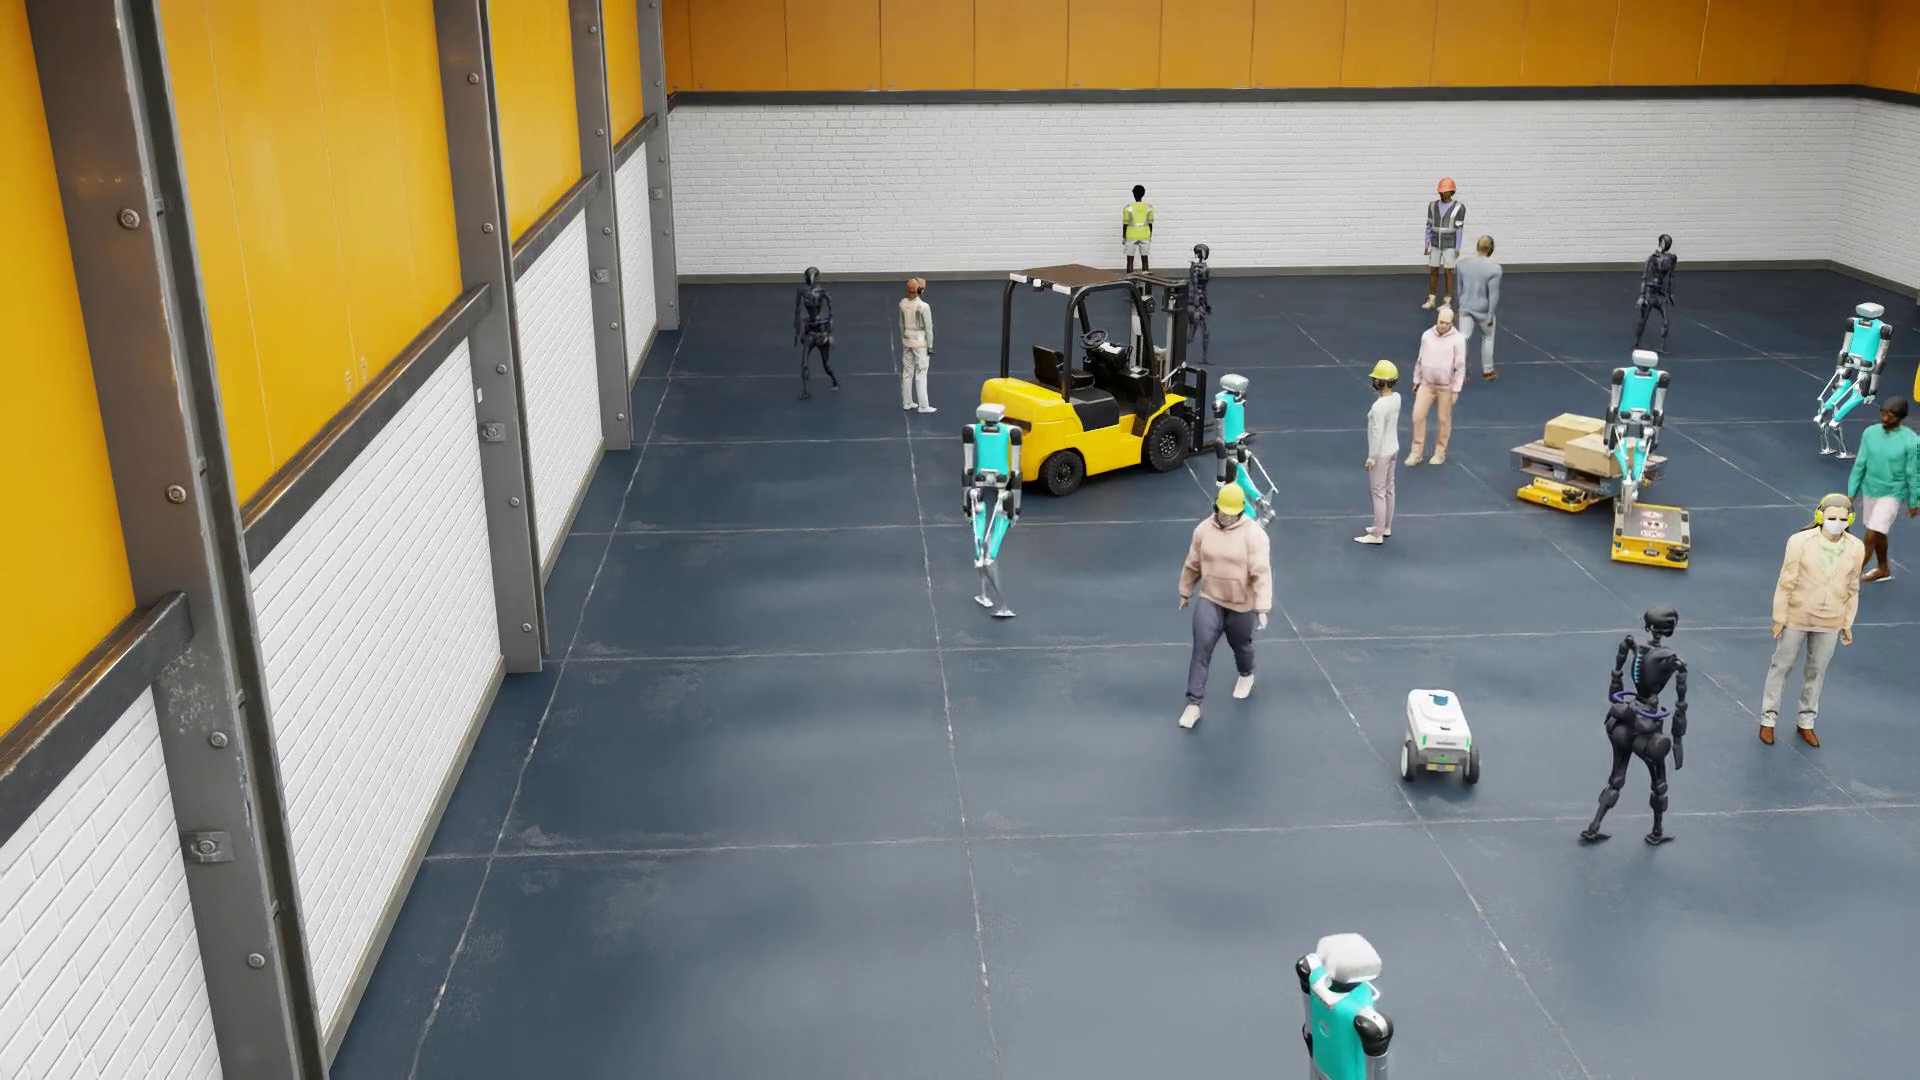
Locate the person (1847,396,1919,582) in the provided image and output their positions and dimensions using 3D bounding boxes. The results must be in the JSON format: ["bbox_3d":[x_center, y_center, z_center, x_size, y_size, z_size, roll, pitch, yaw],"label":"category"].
[{"bbox_3d":[7.992,-0.382,14.460,0.982,1.785,0.532,-10,23,-26],"label":"person"}]

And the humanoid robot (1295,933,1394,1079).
[{"bbox_3d":[1.845,2.411,7.030,0.928,1.825,0.539,-8,22,-22],"label":"humanoid robot"}]

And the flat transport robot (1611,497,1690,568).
[{"bbox_3d":[6.573,-0.072,15.824,0.659,0.231,1.431,8,22,20],"label":"flat transport robot"}]

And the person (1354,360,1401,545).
[{"bbox_3d":[3.962,-0.826,15.703,0.326,1.768,0.524,14,24,33],"label":"person"}]

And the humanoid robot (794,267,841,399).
[{"bbox_3d":[-1.775,-2.591,20.734,0.608,1.653,0.762,10,23,26],"label":"humanoid robot"}]

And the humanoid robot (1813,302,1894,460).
[{"bbox_3d":[9.523,-1.693,17.914,0.735,1.677,0.533,-9,22,-24],"label":"humanoid robot"}]

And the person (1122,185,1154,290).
[{"bbox_3d":[2.869,-4.881,26.864,0.530,1.689,0.322,-3,20,-9],"label":"person"}]

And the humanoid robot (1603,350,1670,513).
[{"bbox_3d":[6.494,-0.914,15.992,0.549,1.741,0.978,3,20,8],"label":"humanoid robot"}]

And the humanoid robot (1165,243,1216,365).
[{"bbox_3d":[3.118,-3.150,22.212,0.696,1.633,0.589,7,21,19],"label":"humanoid robot"}]

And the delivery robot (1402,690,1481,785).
[{"bbox_3d":[3.321,1.346,11.562,0.499,0.606,0.810,2,20,6],"label":"delivery robot"}]

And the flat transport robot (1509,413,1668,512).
[{"bbox_3d":[6.473,-0.589,17.233,1.431,0.231,0.659,-15,25,-36],"label":"flat transport robot"}]

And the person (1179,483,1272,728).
[{"bbox_3d":[1.964,0.418,12.258,0.774,1.811,0.933,9,22,23],"label":"person"}]

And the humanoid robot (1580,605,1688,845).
[{"bbox_3d":[4.297,1.152,10.487,0.611,1.644,0.607,-10,22,-25],"label":"humanoid robot"}]

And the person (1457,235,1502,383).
[{"bbox_3d":[6.680,-2.963,21.334,0.632,1.910,0.867,18,27,40],"label":"person"}]

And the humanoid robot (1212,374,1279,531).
[{"bbox_3d":[2.633,-0.612,15.149,0.699,1.769,0.535,13,24,32],"label":"humanoid robot"}]

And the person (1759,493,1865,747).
[{"bbox_3d":[6.038,0.555,11.788,0.553,1.877,0.403,4,20,10],"label":"person"}]

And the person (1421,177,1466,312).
[{"bbox_3d":[7.344,-4.495,25.328,0.598,2.035,0.396,16,26,37],"label":"person"}]

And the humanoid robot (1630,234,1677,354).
[{"bbox_3d":[9.539,-3.349,22.729,0.614,1.636,0.637,-8,22,-20],"label":"humanoid robot"}]

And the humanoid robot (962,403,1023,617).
[{"bbox_3d":[0.230,-0.207,14.051,0.602,1.769,0.869,6,21,15],"label":"humanoid robot"}]

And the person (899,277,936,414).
[{"bbox_3d":[-0.523,-2.337,20.002,0.512,1.640,0.306,18,27,40],"label":"person"}]

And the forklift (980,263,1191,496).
[{"bbox_3d":[1.315,-1.764,17.646,2.313,2.155,1.214,-14,24,-33],"label":"forklift"}]

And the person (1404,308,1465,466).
[{"bbox_3d":[5.114,-1.633,17.910,0.571,1.753,0.672,15,25,36],"label":"person"}]

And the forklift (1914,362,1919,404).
[{"bbox_3d":[12.602,-2.435,19.475,2.313,2.155,1.214,-1,20,-4],"label":"forklift"}]
